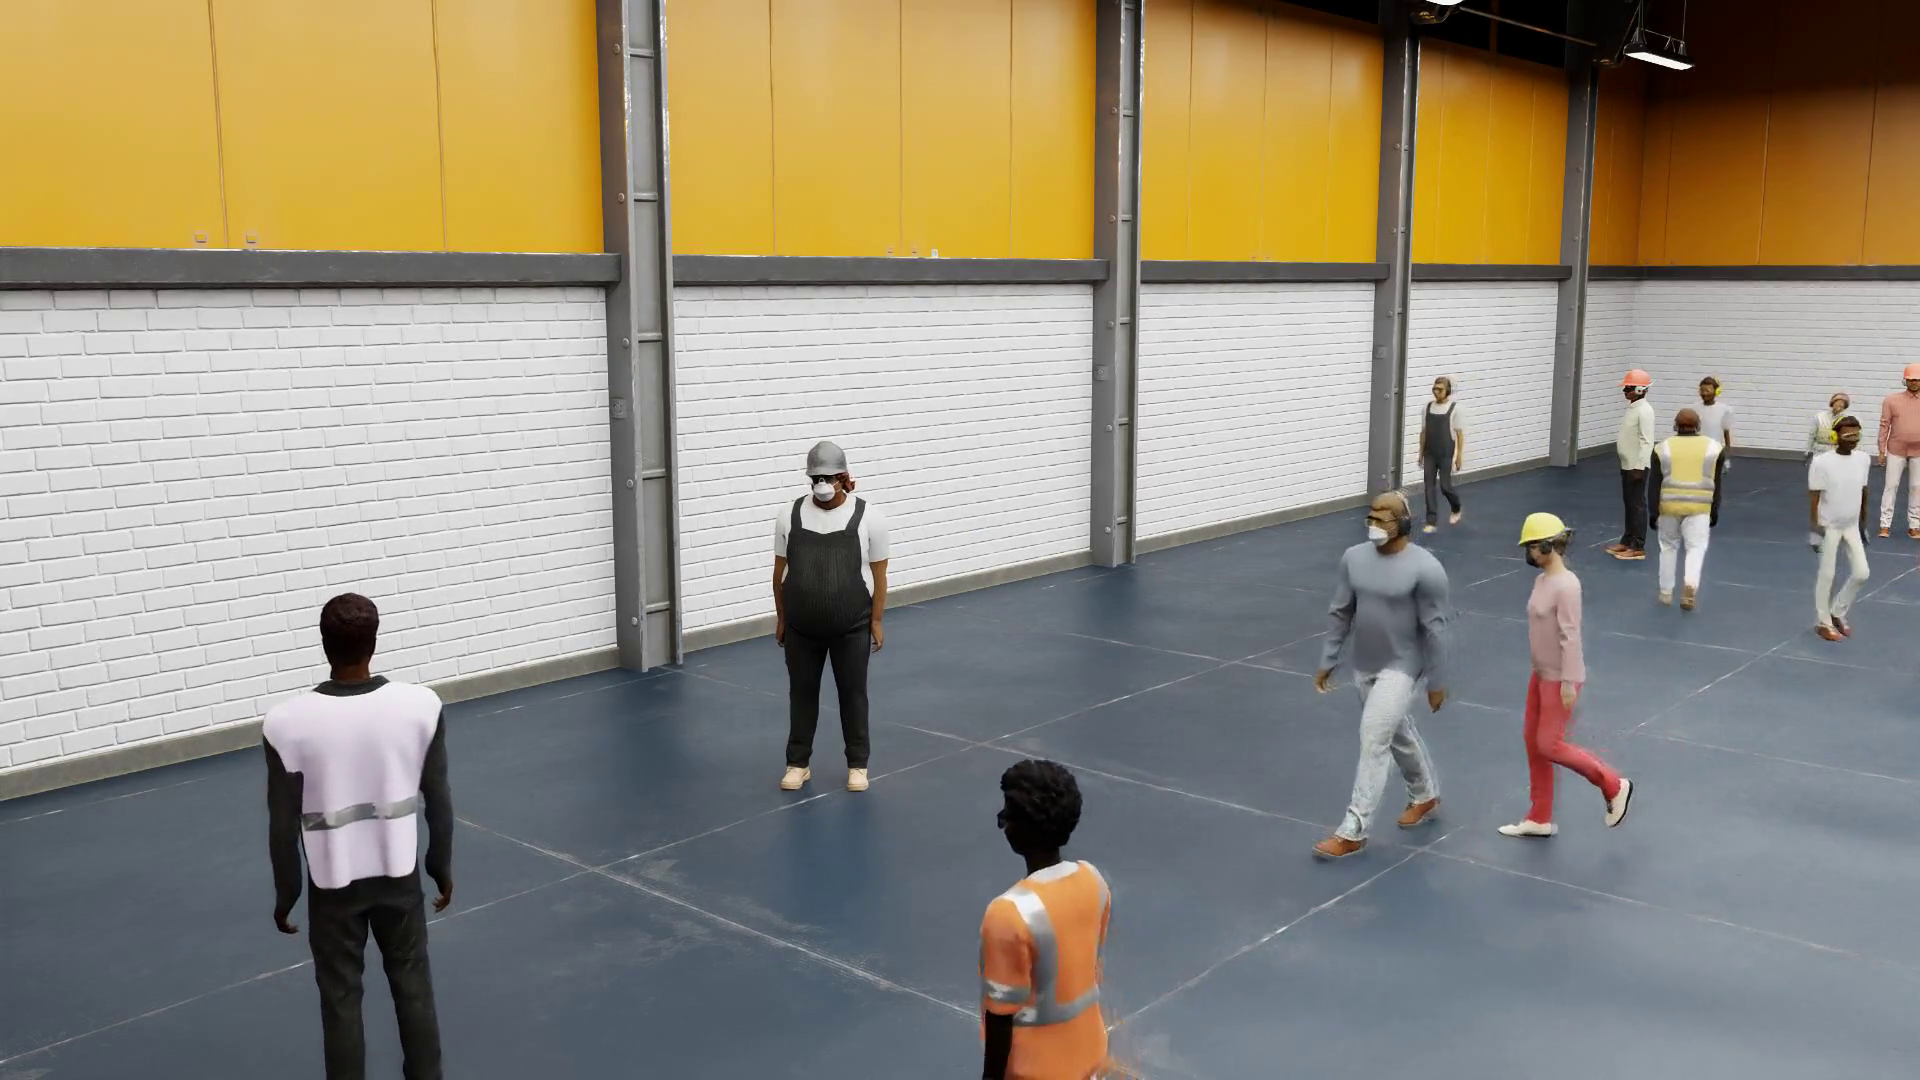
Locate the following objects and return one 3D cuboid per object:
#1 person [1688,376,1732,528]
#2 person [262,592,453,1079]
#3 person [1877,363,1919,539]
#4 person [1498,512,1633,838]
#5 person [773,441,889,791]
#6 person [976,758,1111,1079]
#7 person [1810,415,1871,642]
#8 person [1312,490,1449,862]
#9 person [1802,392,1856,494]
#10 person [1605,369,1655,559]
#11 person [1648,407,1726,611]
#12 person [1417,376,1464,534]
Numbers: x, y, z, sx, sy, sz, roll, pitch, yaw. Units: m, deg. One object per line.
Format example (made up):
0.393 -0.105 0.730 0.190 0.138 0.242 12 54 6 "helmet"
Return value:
8.604 -0.978 19.157 0.527 1.843 0.874 8 12 42 "person"
-2.014 1.132 5.639 0.596 1.916 0.372 -5 10 -30 "person"
10.728 -1.007 18.822 0.622 1.994 0.381 4 10 22 "person"
3.205 0.725 8.769 0.591 1.725 0.566 0 9 2 "person"
-0.760 0.443 9.579 0.677 2.000 0.536 1 9 5 "person"
0.224 1.423 4.510 0.381 1.685 0.555 6 11 34 "person"
7.154 -0.089 13.496 0.569 1.854 0.407 -1 9 -6 "person"
2.241 0.668 8.681 1.034 1.894 0.640 -6 11 -33 "person"
10.302 -0.959 19.695 0.572 1.612 0.499 8 12 41 "person"
7.075 -0.793 17.479 0.379 1.996 0.611 1 9 8 "person"
6.447 -0.275 14.811 0.615 1.813 0.799 4 10 24 "person"
5.574 -0.991 19.249 0.513 1.829 0.606 8 12 41 "person"
